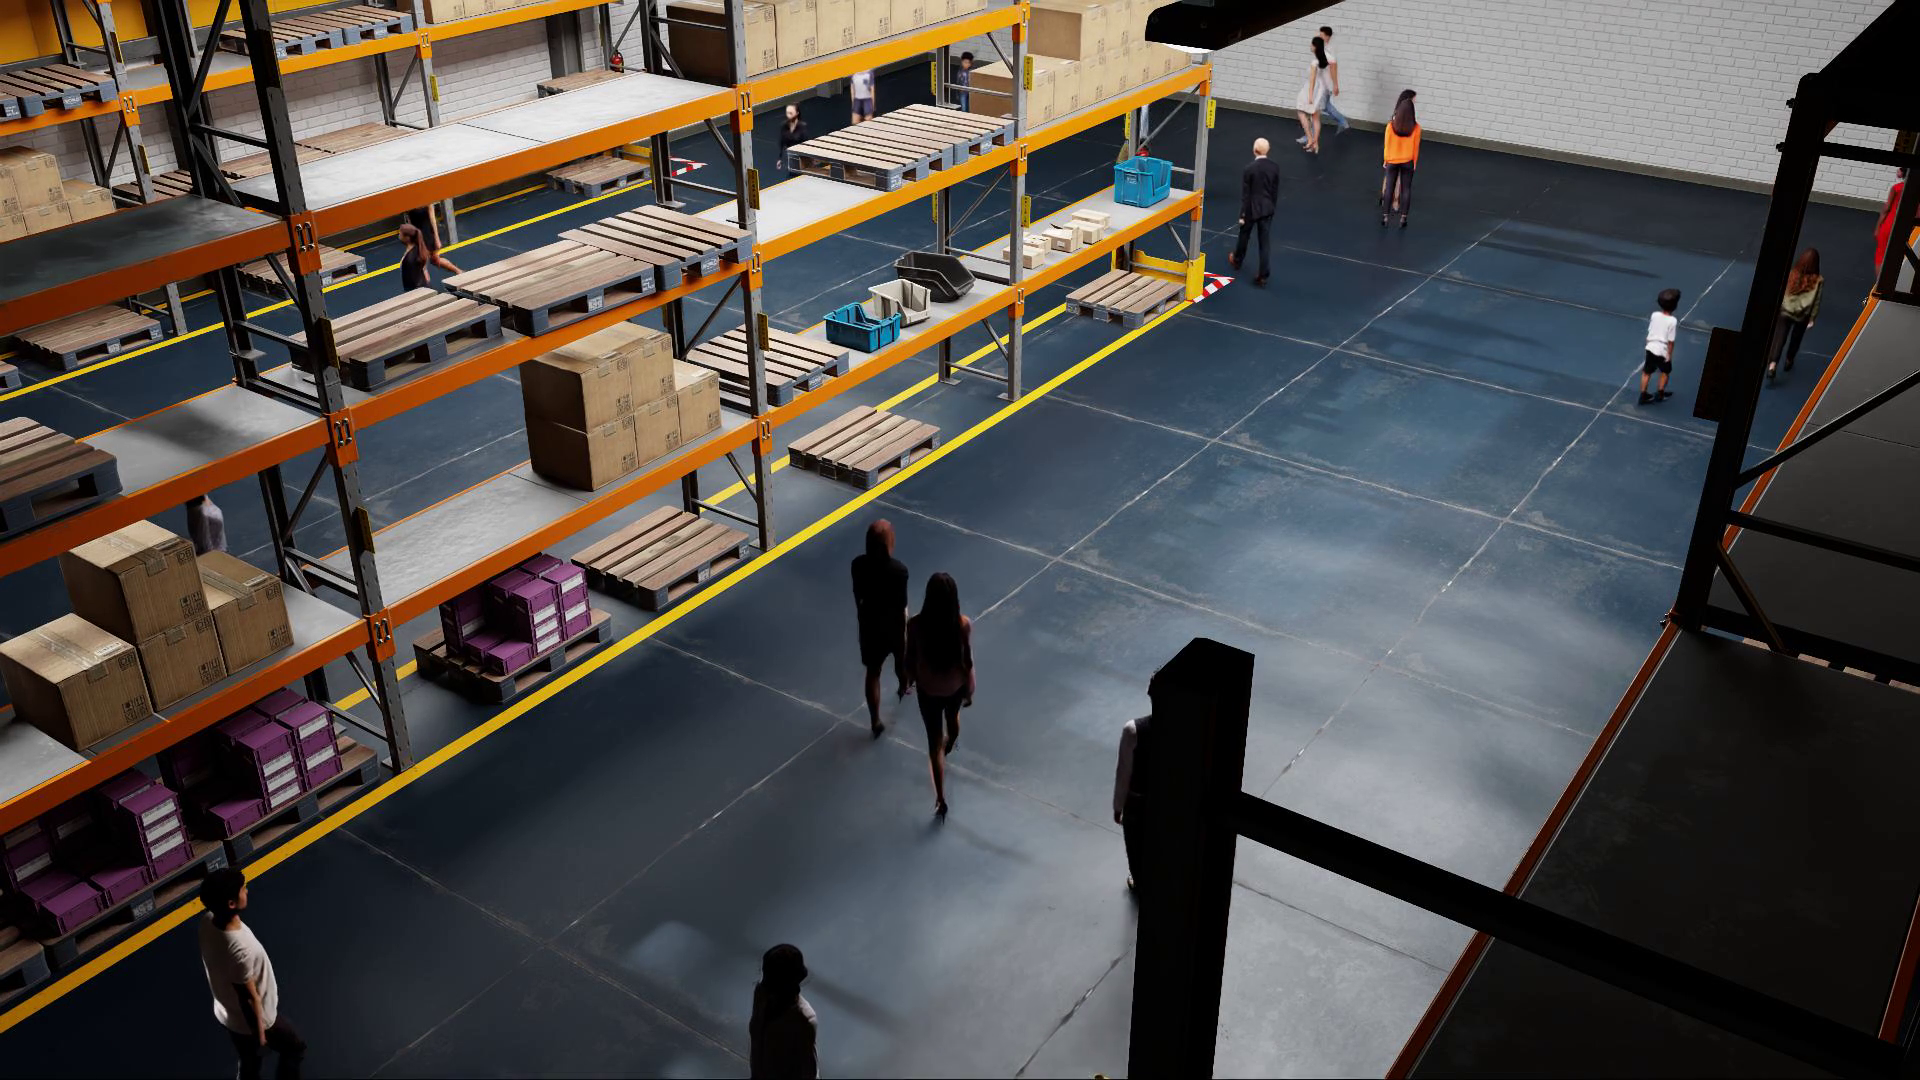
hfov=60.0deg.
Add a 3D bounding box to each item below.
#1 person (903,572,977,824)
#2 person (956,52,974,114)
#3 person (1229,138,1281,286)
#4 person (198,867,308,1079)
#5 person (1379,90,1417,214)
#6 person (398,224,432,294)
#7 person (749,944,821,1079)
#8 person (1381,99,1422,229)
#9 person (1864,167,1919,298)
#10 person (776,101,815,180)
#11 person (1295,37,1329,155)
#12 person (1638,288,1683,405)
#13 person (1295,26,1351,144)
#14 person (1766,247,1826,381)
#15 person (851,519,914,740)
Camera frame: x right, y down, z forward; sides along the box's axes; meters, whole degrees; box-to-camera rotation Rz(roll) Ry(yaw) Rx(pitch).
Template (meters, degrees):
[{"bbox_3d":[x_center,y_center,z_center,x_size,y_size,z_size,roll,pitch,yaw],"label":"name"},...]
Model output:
[{"bbox_3d":[-0.130,1.091,11.148,1.063,1.766,1.195,-2,29,-3],"label":"person"},{"bbox_3d":[0.104,-7.330,27.133,0.671,1.241,0.743,0,29,1],"label":"person"},{"bbox_3d":[3.712,-4.015,20.523,1.211,1.753,1.233,-7,29,-12],"label":"person"},{"bbox_3d":[-3.800,2.470,8.683,0.652,1.706,0.640,24,37,36],"label":"person"},{"bbox_3d":[5.994,-5.388,23.093,0.805,1.702,0.665,8,30,15],"label":"person"},{"bbox_3d":[-5.923,-2.744,18.409,0.810,1.545,0.758,-3,29,-6],"label":"person"},{"bbox_3d":[-0.848,2.687,8.215,0.621,1.773,0.579,25,37,38],"label":"person"},{"bbox_3d":[5.960,-5.095,22.507,0.681,1.748,0.651,9,30,16],"label":"person"},{"bbox_3d":[11.293,-3.697,19.977,0.842,1.718,0.912,0,29,-1],"label":"person"},{"bbox_3d":[-2.187,-5.146,22.668,0.634,1.684,0.729,14,31,24],"label":"person"},{"bbox_3d":[5.566,-6.859,25.724,0.707,1.764,0.615,21,35,34],"label":"person"},{"bbox_3d":[7.265,-2.003,17.362,0.725,1.249,0.631,-17,33,-28],"label":"person"},{"bbox_3d":[5.822,-7.151,26.212,1.292,1.810,1.192,-5,29,-9],"label":"person"},{"bbox_3d":[8.946,-2.390,17.868,0.609,1.442,0.998,17,33,28],"label":"person"},{"bbox_3d":[-0.591,0.681,11.991,0.799,1.679,1.010,6,29,12],"label":"person"}]
